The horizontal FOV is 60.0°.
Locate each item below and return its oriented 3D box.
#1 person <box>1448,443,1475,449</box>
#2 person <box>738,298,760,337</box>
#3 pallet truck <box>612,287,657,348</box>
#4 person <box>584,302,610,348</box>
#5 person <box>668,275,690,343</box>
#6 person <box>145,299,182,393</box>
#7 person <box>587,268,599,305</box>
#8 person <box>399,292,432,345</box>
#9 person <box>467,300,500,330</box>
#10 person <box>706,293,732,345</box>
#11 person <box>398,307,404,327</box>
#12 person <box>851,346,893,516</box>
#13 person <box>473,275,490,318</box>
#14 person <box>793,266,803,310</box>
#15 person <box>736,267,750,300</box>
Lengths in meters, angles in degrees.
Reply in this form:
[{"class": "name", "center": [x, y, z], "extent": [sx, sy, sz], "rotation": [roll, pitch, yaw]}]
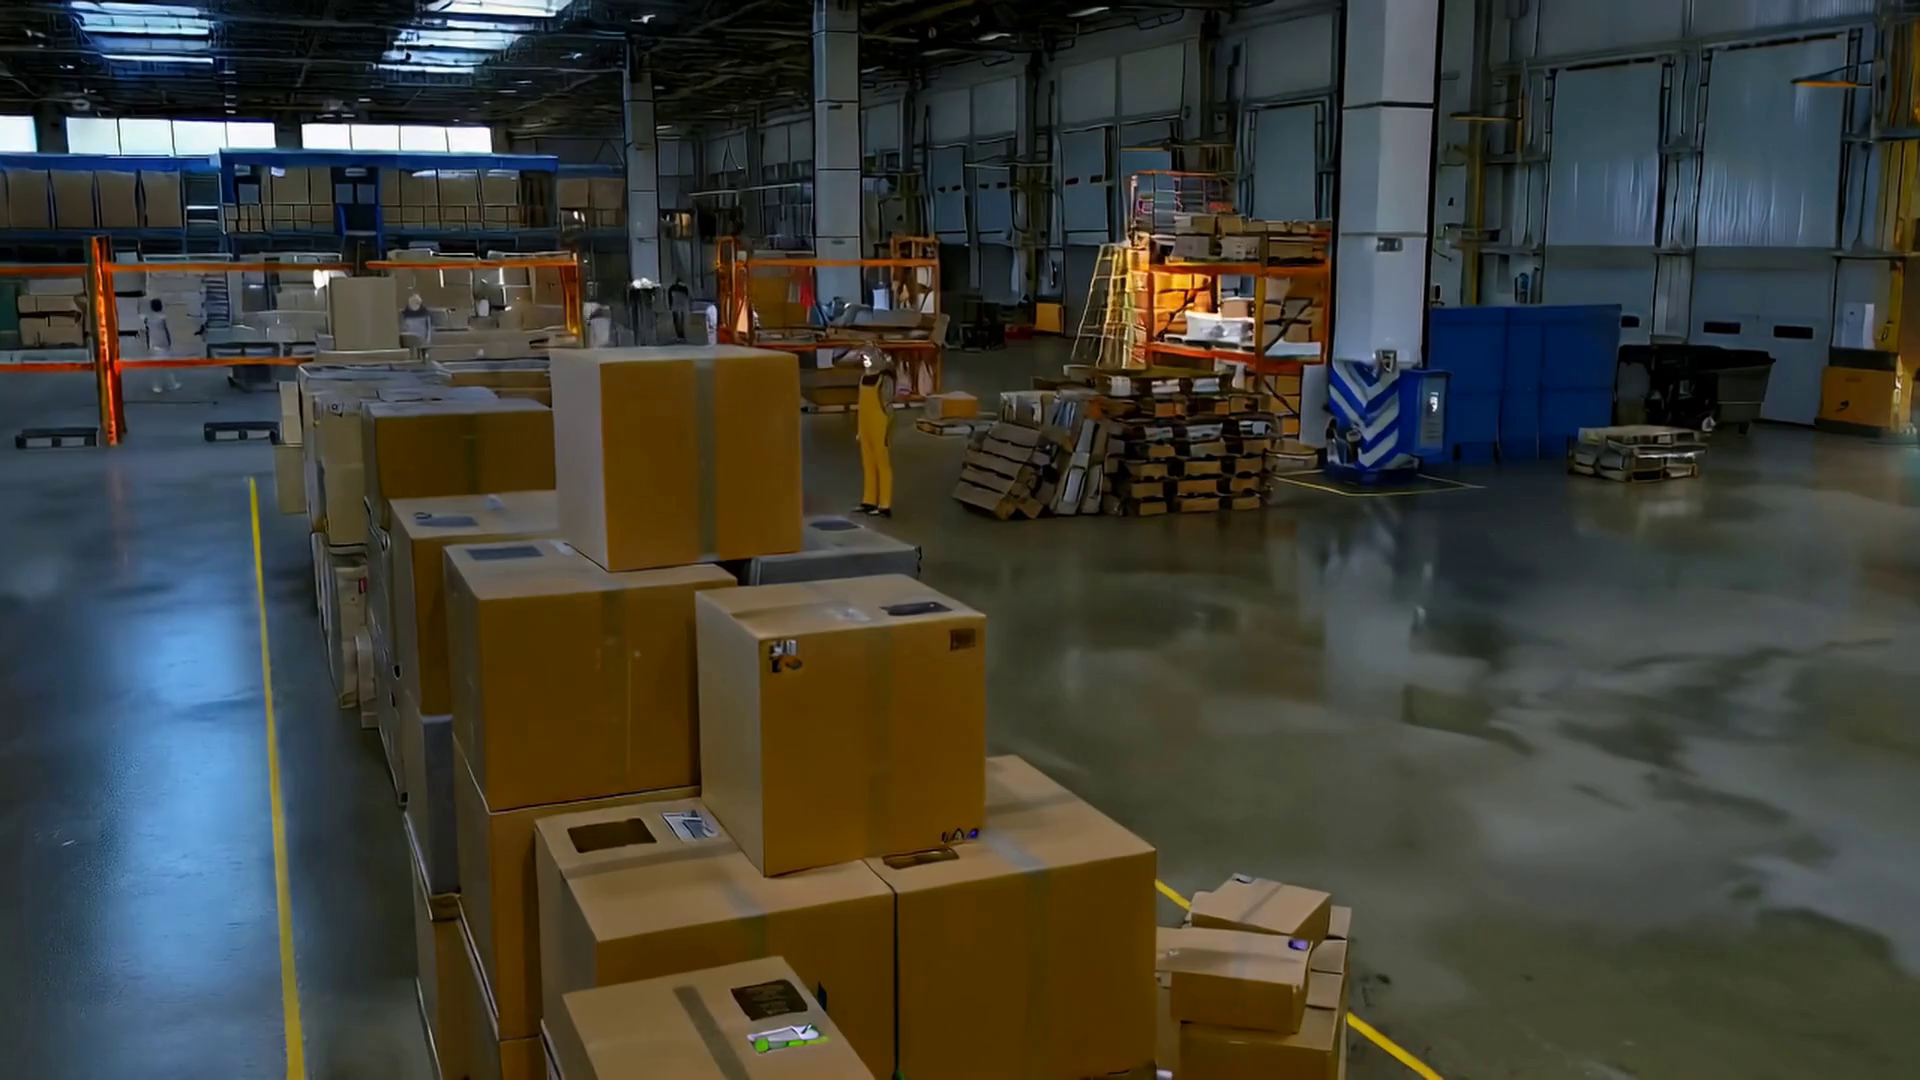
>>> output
[{"class": "person", "center": [7.223, -2.261, 23.756], "extent": [0.552, 1.932, 0.377], "rotation": [-9, 13, -40]}, {"class": "person", "center": [-4.704, -4.576, 37.178], "extent": [0.536, 1.687, 0.478], "rotation": [4, 11, 19]}, {"class": "pallet truck", "center": [-6.464, -4.406, 35.401], "extent": [0.823, 1.965, 1.885], "rotation": [6, 12, 32]}, {"class": "person", "center": [-6.483, -3.299, 29.654], "extent": [0.968, 1.859, 0.647], "rotation": [4, 11, 22]}, {"class": "person", "center": [-8.099, -6.653, 47.974], "extent": [0.630, 1.942, 0.385], "rotation": [-8, 13, -38]}, {"class": "person", "center": [-15.637, -3.798, 32.539], "extent": [0.549, 1.816, 0.966], "rotation": [0, 10, 1]}, {"class": "person", "center": [-13.591, -9.039, 61.217], "extent": [0.963, 1.887, 0.576], "rotation": [-6, 12, -28]}, {"class": "person", "center": [-10.985, -4.033, 33.585], "extent": [0.644, 1.916, 0.701], "rotation": [-4, 11, -20]}, {"class": "person", "center": [-8.406, -3.282, 29.428], "extent": [0.590, 1.919, 0.394], "rotation": [-6, 12, -30]}, {"class": "person", "center": [-5.169, -4.444, 36.092], "extent": [0.641, 1.826, 0.445], "rotation": [-3, 11, -18]}, {"class": "person", "center": [-10.528, -3.489, 31.089], "extent": [0.405, 1.732, 0.484], "rotation": [-6, 12, -30]}, {"class": "person", "center": [-0.939, -1.181, 18.053], "extent": [0.507, 1.846, 0.345], "rotation": [10, 14, 43]}, {"class": "person", "center": [-15.020, -7.399, 52.296], "extent": [0.660, 1.852, 1.034], "rotation": [7, 12, 33]}, {"class": "person", "center": [-6.820, -10.618, 69.640], "extent": [0.375, 1.997, 0.612], "rotation": [-4, 11, -21]}, {"class": "person", "center": [-9.306, -10.825, 71.212], "extent": [0.622, 1.844, 0.429], "rotation": [-5, 12, -27]}]
